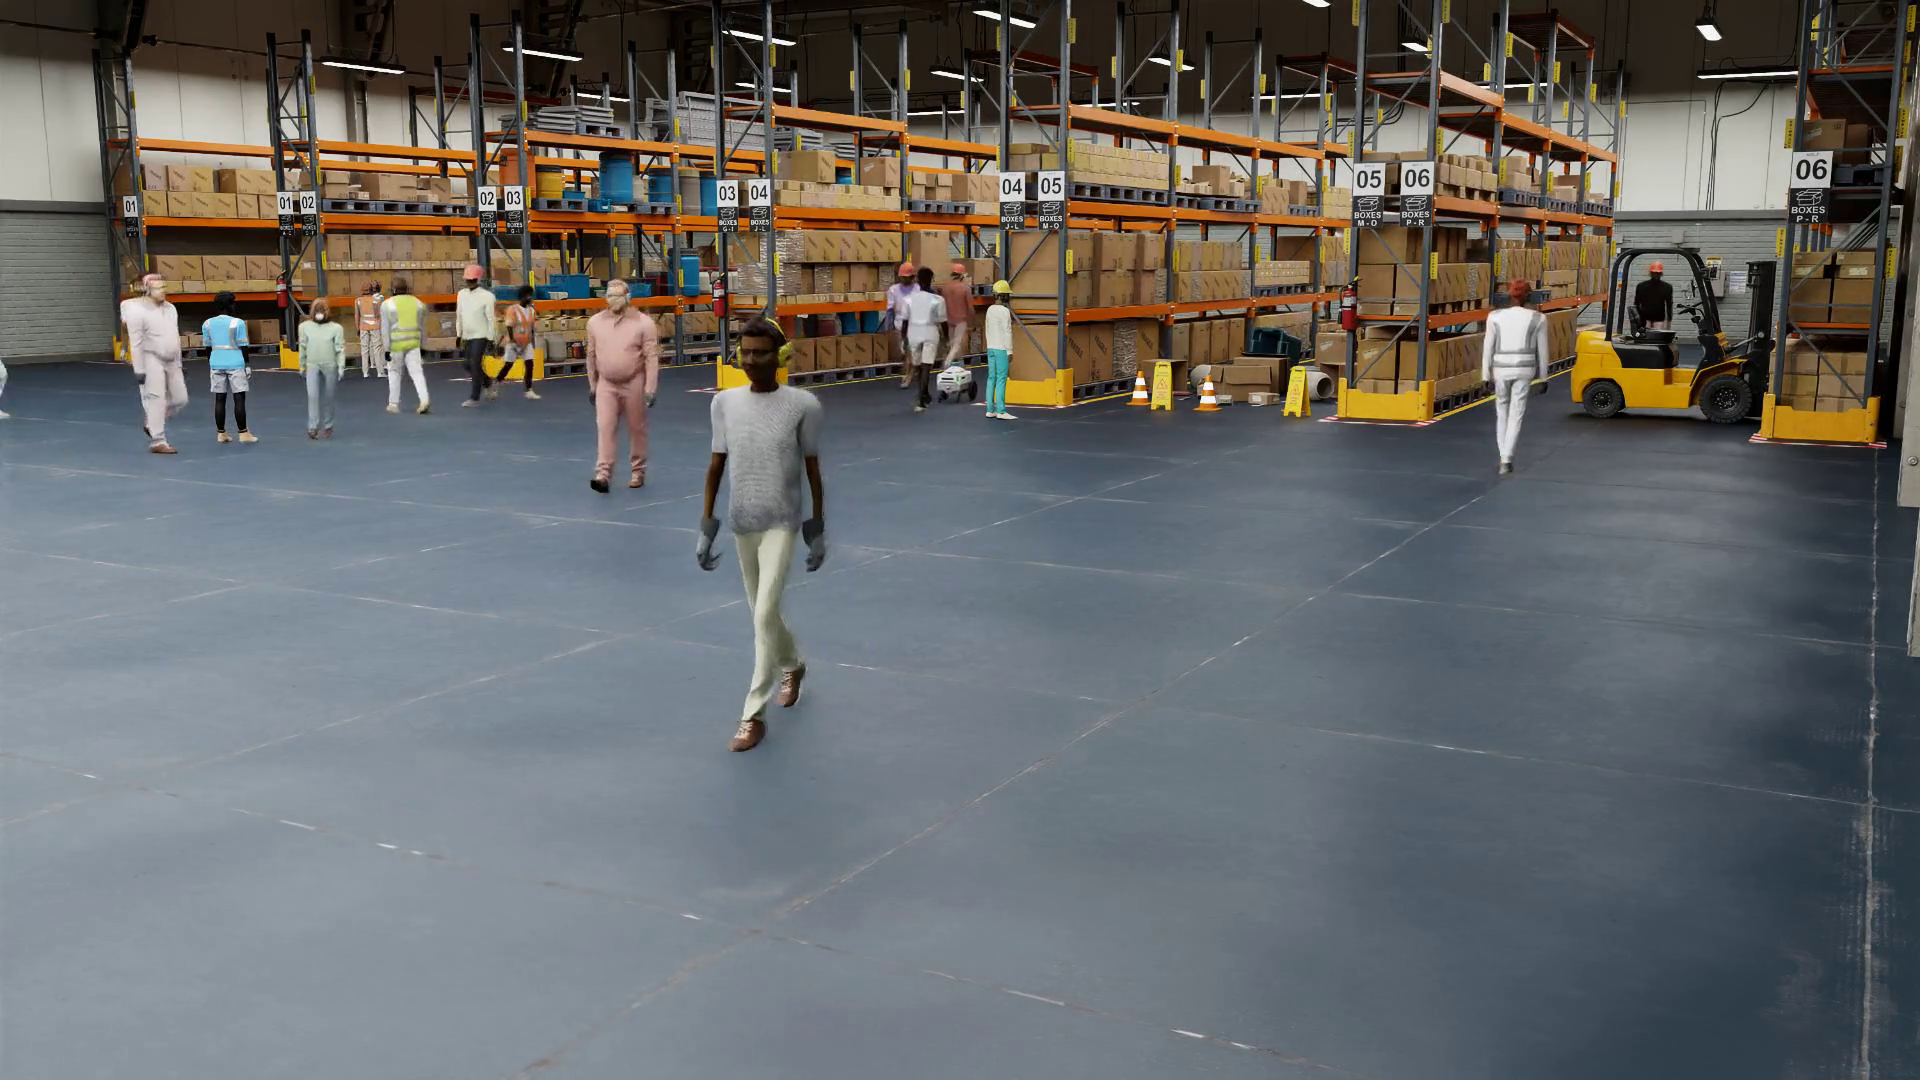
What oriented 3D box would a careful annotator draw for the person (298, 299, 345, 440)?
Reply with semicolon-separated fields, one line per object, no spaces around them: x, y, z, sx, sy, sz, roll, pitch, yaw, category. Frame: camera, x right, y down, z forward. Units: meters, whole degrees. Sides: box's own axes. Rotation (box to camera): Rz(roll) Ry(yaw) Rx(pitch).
-7.214;-1.921;18.788;0.515;1.579;0.871;-2;10;-14;person

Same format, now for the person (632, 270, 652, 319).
-6.370;-4.483;33.098;0.606;1.833;0.404;5;11;26;person

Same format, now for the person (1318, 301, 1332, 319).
8.544;-5.570;38.880;0.474;2.024;0.655;2;10;13;person

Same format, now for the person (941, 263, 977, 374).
-0.072;-3.766;28.546;0.614;1.961;0.935;8;12;38;person

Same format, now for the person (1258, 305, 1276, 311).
7.435;-5.893;40.742;0.817;2.000;0.692;9;13;43;person

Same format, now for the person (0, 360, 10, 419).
-12.130;-2.371;20.747;0.567;1.822;0.663;-5;11;-28;person

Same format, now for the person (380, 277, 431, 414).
-7.299;-2.555;21.891;0.633;1.810;0.910;-9;13;-41;person

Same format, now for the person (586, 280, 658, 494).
-2.984;-1.339;14.600;0.676;1.852;0.976;1;10;4;person

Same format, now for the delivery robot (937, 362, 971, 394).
-0.079;-2.300;23.775;0.477;0.478;0.707;3;10;16;delivery robot

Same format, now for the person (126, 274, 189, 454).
-8.439;-1.845;17.480;0.473;1.888;0.660;3;10;15;person

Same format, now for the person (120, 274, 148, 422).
-10.140;-2.360;20.644;0.510;1.846;0.657;-3;10;-16;person

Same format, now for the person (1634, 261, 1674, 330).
11.997;-3.822;28.784;0.646;1.976;0.647;3;10;18;person

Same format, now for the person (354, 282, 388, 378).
-10.020;-3.562;28.277;0.513;1.637;0.313;1;10;4;person

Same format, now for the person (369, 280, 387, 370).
-10.667;-3.935;30.454;0.510;1.640;0.308;6;11;32;person

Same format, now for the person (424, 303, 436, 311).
-11.186;-4.765;34.938;0.533;1.768;0.310;7;12;36;person

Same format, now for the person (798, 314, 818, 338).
-2.705;-3.972;29.856;0.372;1.916;0.596;-4;11;-24;person

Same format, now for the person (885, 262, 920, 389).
-0.831;-3.400;26.318;0.642;1.993;1.018;2;10;11;person

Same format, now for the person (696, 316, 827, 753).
-0.856;-0.074;7.317;0.532;1.834;0.966;3;10;16;person

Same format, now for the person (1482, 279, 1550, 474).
5.396;-1.589;16.102;0.596;1.842;0.903;5;11;27;person

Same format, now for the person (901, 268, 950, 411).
-0.457;-2.715;22.521;0.627;1.909;1.025;3;10;15;person

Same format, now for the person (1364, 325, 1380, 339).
9.084;-5.083;36.540;0.509;1.860;0.333;2;10;13;person

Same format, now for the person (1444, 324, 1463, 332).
9.973;-4.562;33.519;0.570;1.843;0.373;1;10;8;person

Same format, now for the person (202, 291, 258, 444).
-8.075;-1.901;18.380;0.532;1.695;0.319;2;10;9;person

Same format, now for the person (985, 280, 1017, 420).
0.519;-2.414;21.178;0.310;1.768;0.533;-6;11;-29;person

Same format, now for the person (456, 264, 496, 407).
-6.661;-2.831;23.030;0.635;1.970;0.629;5;11;27;person

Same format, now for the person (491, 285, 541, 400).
-6.445;-2.858;24.058;0.671;1.670;0.556;6;11;32;person
